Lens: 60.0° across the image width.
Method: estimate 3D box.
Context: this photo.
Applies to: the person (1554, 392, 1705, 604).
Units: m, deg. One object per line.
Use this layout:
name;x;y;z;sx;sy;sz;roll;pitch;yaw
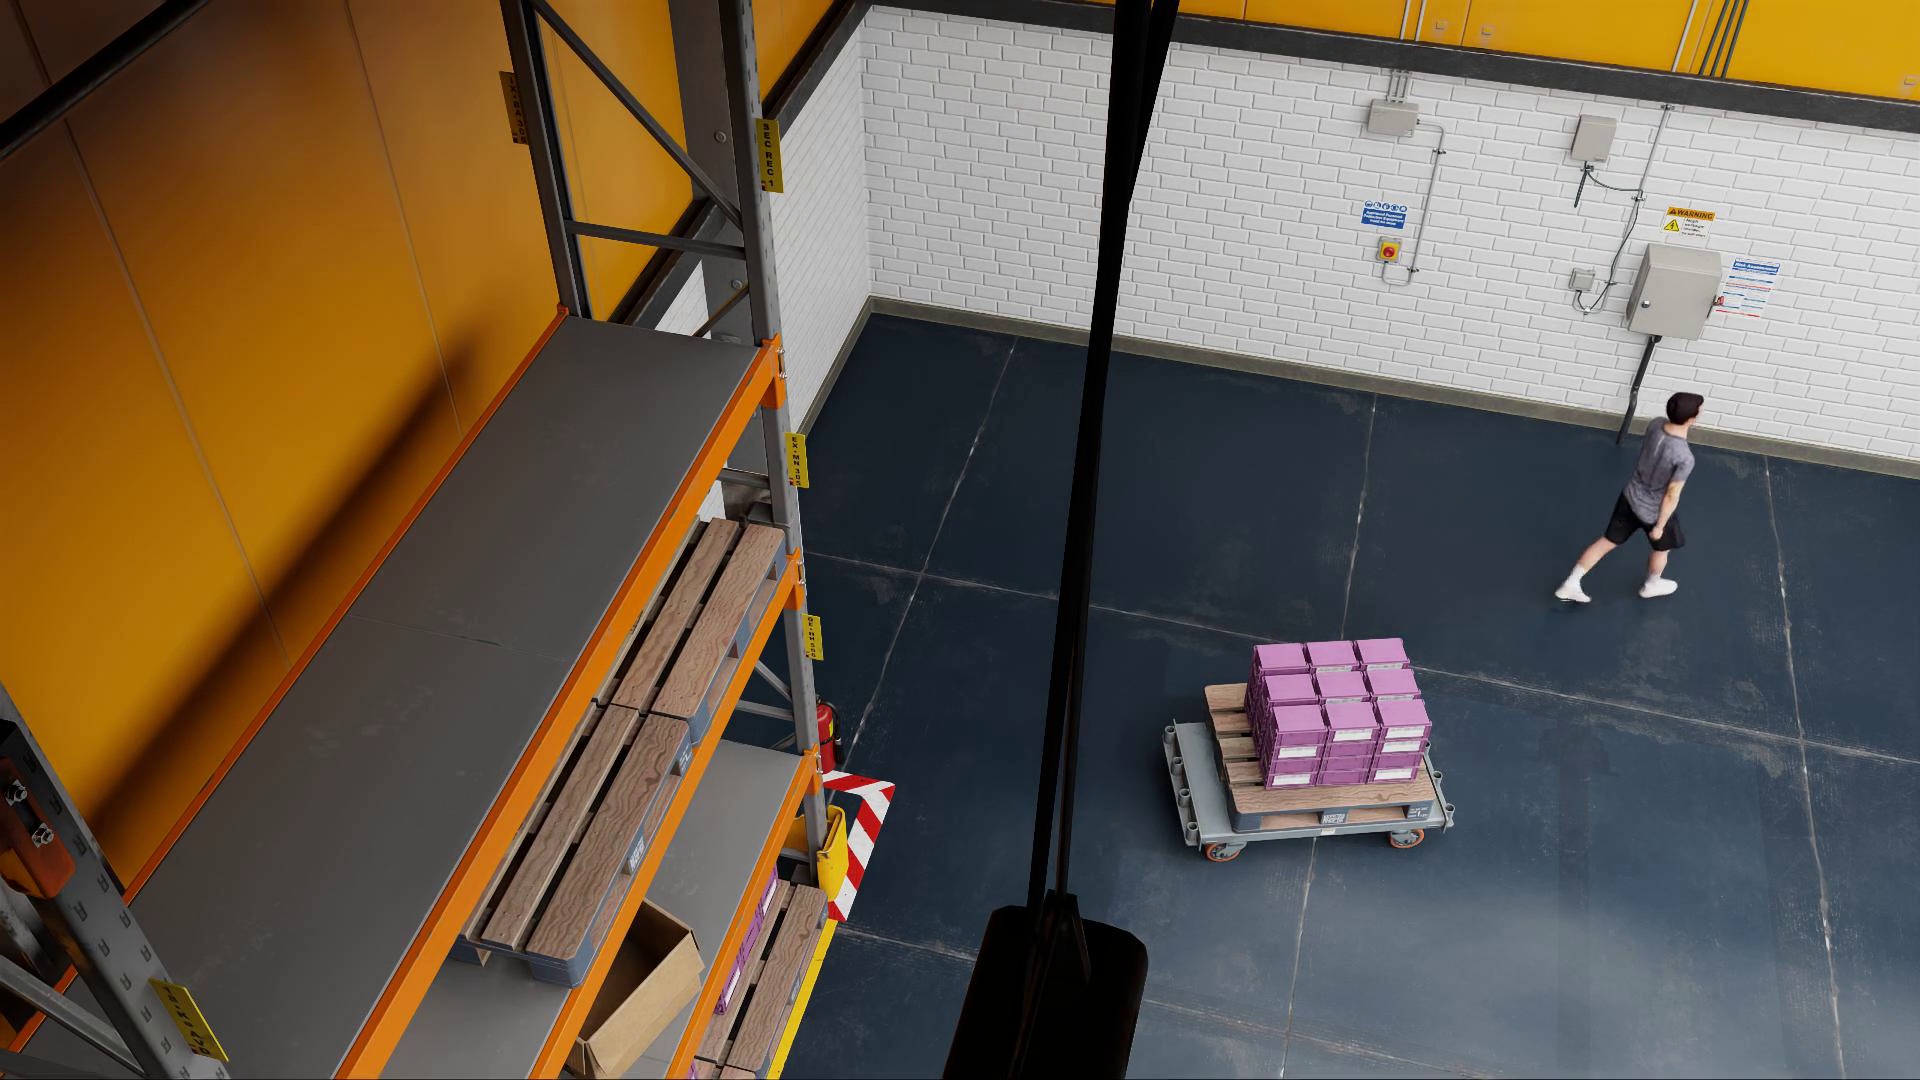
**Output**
person;4.535;-0.238;11.192;1.094;1.842;1.206;-9;44;-9
